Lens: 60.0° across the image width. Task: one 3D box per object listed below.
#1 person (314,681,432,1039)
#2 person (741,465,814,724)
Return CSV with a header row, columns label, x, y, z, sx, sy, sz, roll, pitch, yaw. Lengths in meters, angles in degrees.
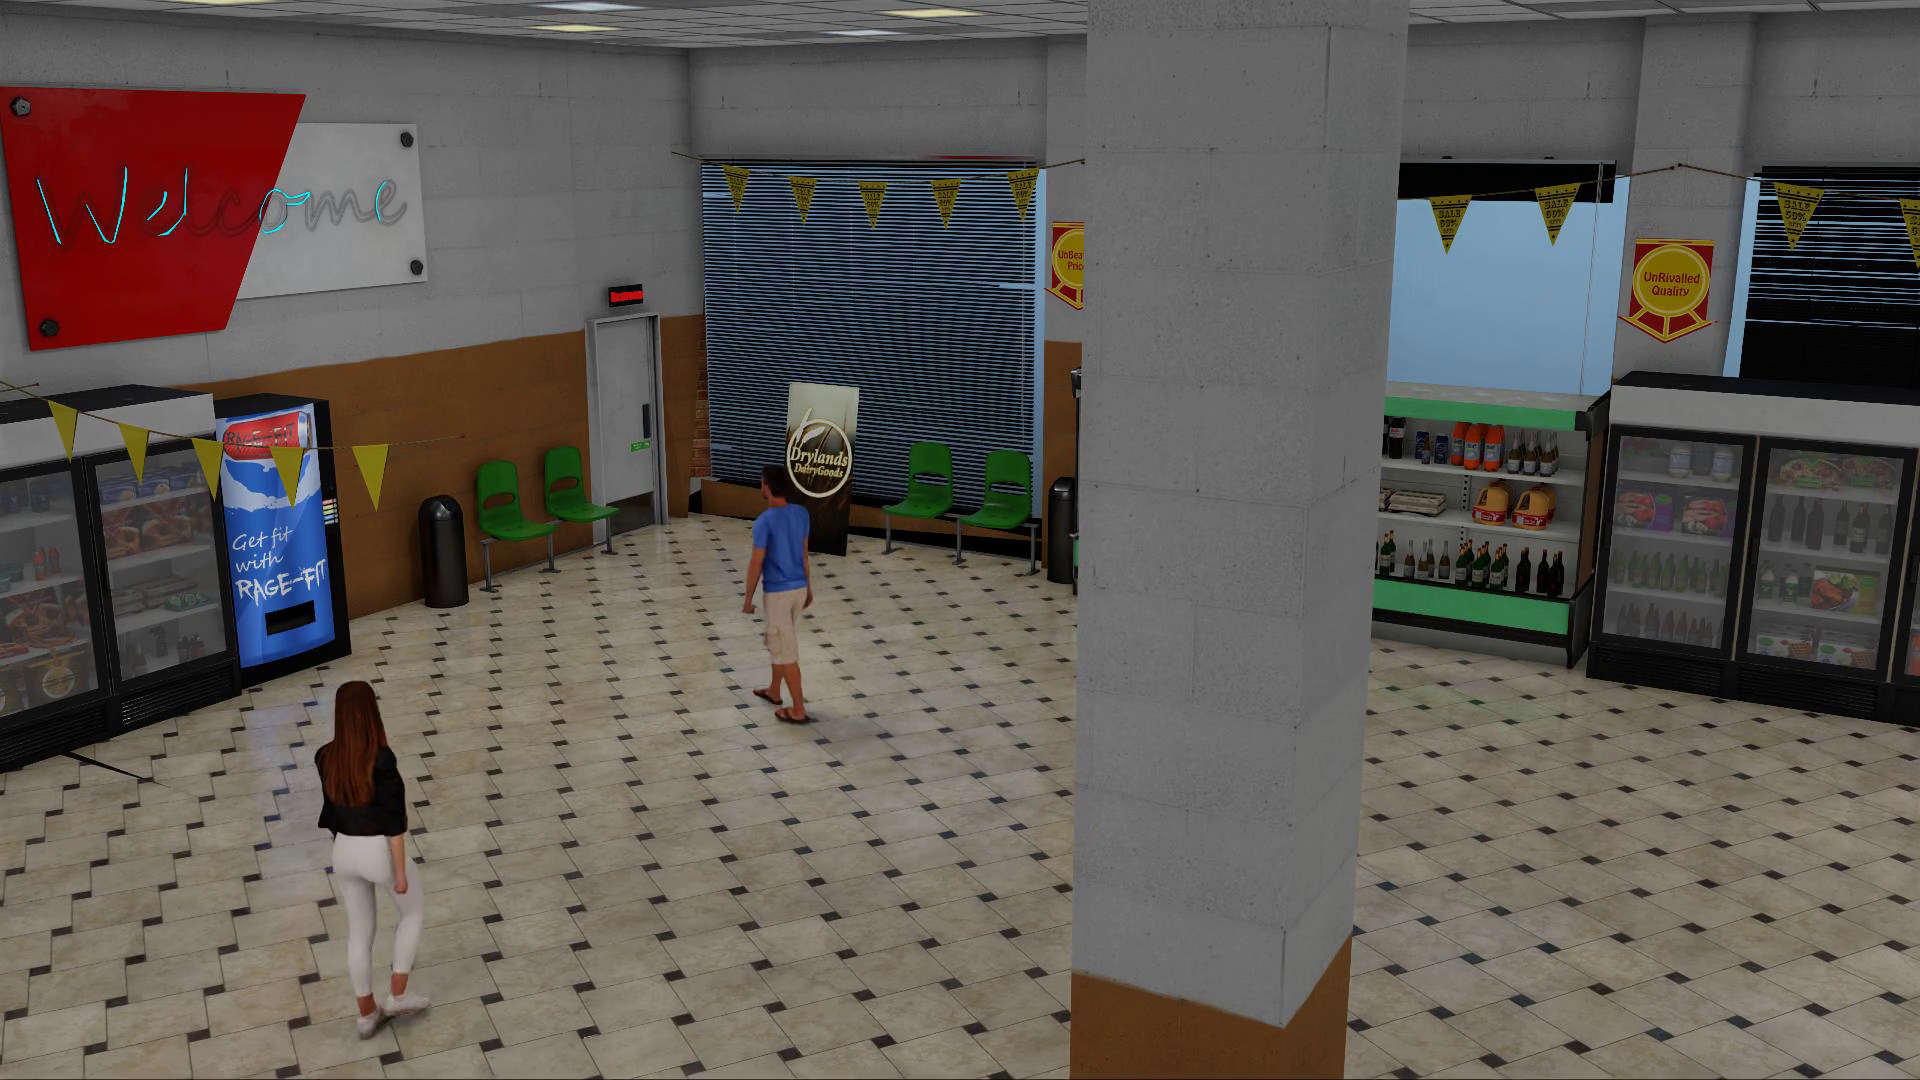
label,x,y,z,sx,sy,sz,roll,pitch,yaw
person,-2.754,1.495,7.638,0.615,1.696,0.727,4,14,15
person,-1.188,0.404,11.822,0.947,1.843,0.724,10,17,37
